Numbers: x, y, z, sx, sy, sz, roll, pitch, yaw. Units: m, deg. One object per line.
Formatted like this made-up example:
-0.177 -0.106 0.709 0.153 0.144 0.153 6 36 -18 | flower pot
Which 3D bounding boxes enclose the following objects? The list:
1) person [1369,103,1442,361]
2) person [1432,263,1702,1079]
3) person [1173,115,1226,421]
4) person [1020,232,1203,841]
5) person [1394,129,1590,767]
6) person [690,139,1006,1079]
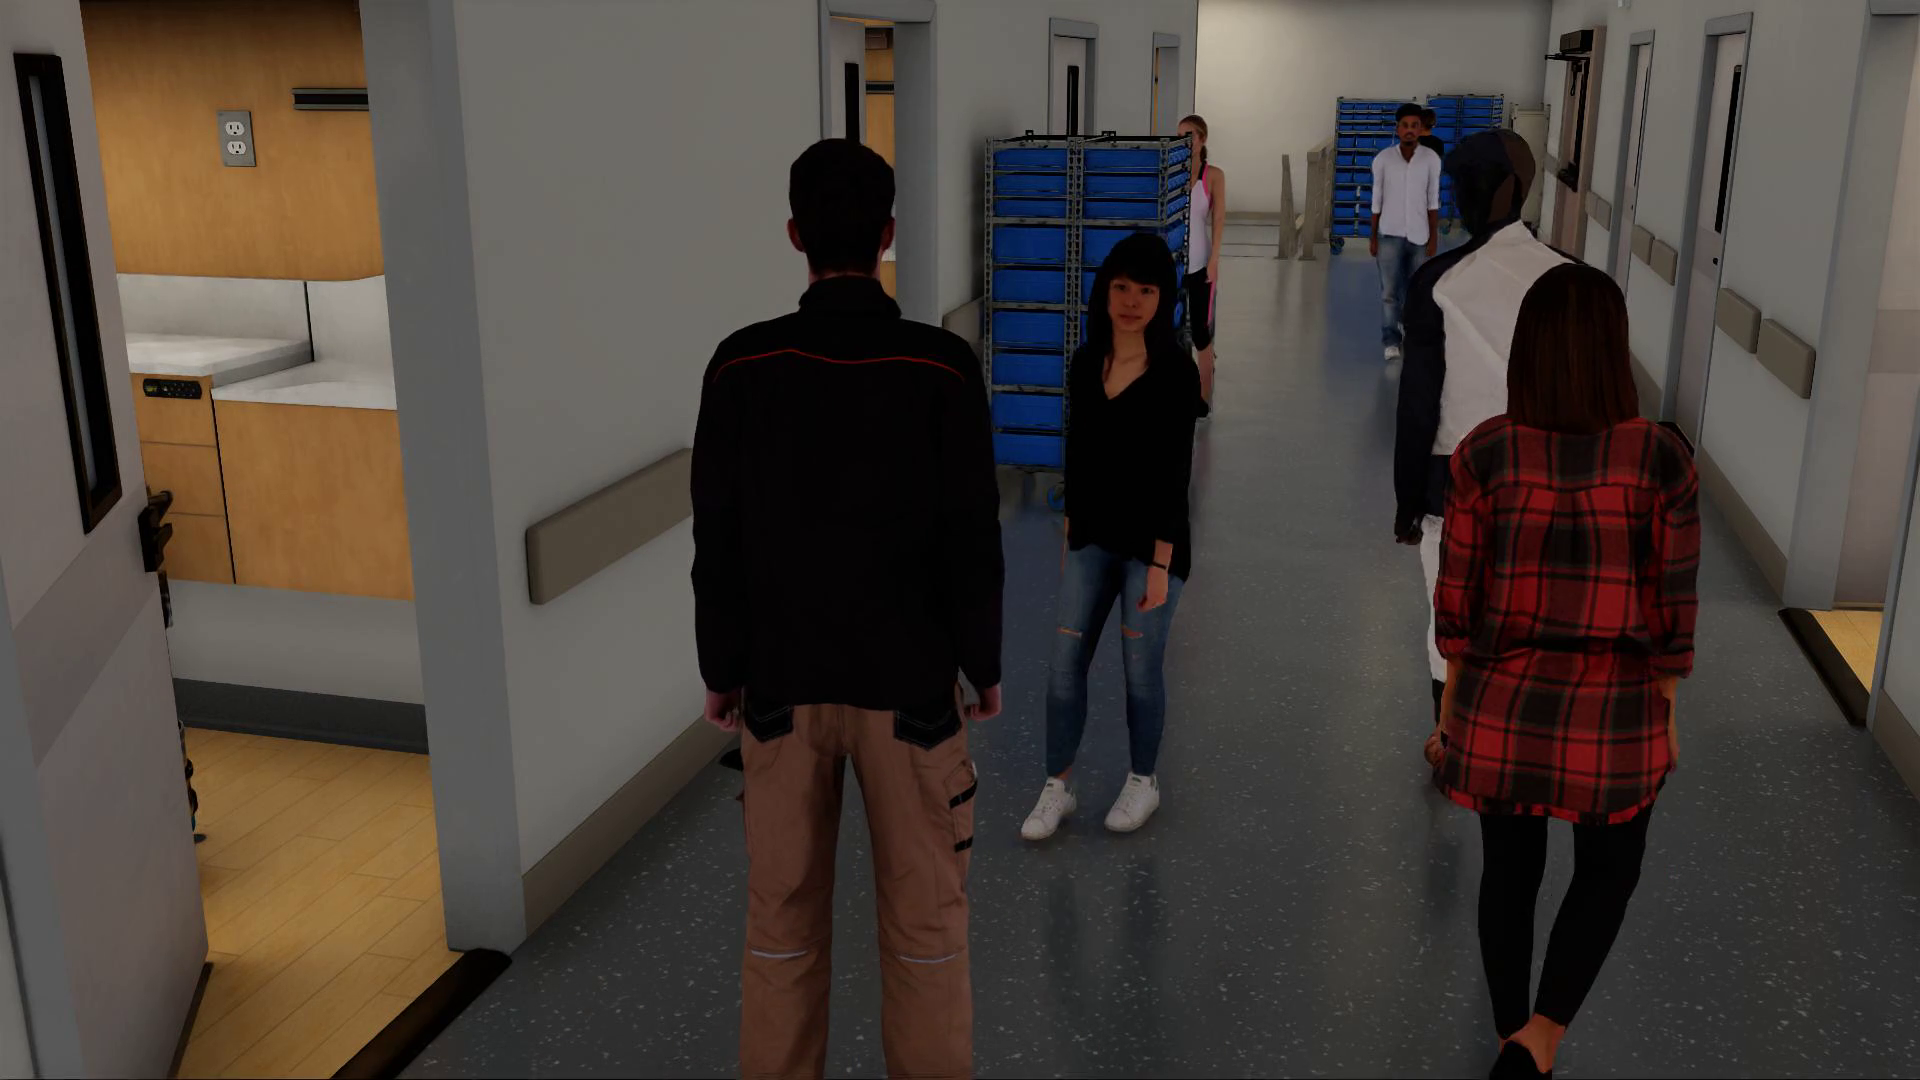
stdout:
3.224 -2.224 12.054 0.702 1.790 1.154 3 16 10 | person
1.100 0.354 3.097 0.736 1.688 0.907 8 18 27 | person
1.371 -1.606 9.875 0.675 1.784 0.643 11 19 33 | person
0.485 -0.004 4.478 0.691 1.629 0.776 11 19 34 | person
1.409 -0.086 4.366 0.762 1.847 1.210 3 16 10 | person
-0.200 0.265 2.981 0.765 1.922 0.694 0 16 1 | person
